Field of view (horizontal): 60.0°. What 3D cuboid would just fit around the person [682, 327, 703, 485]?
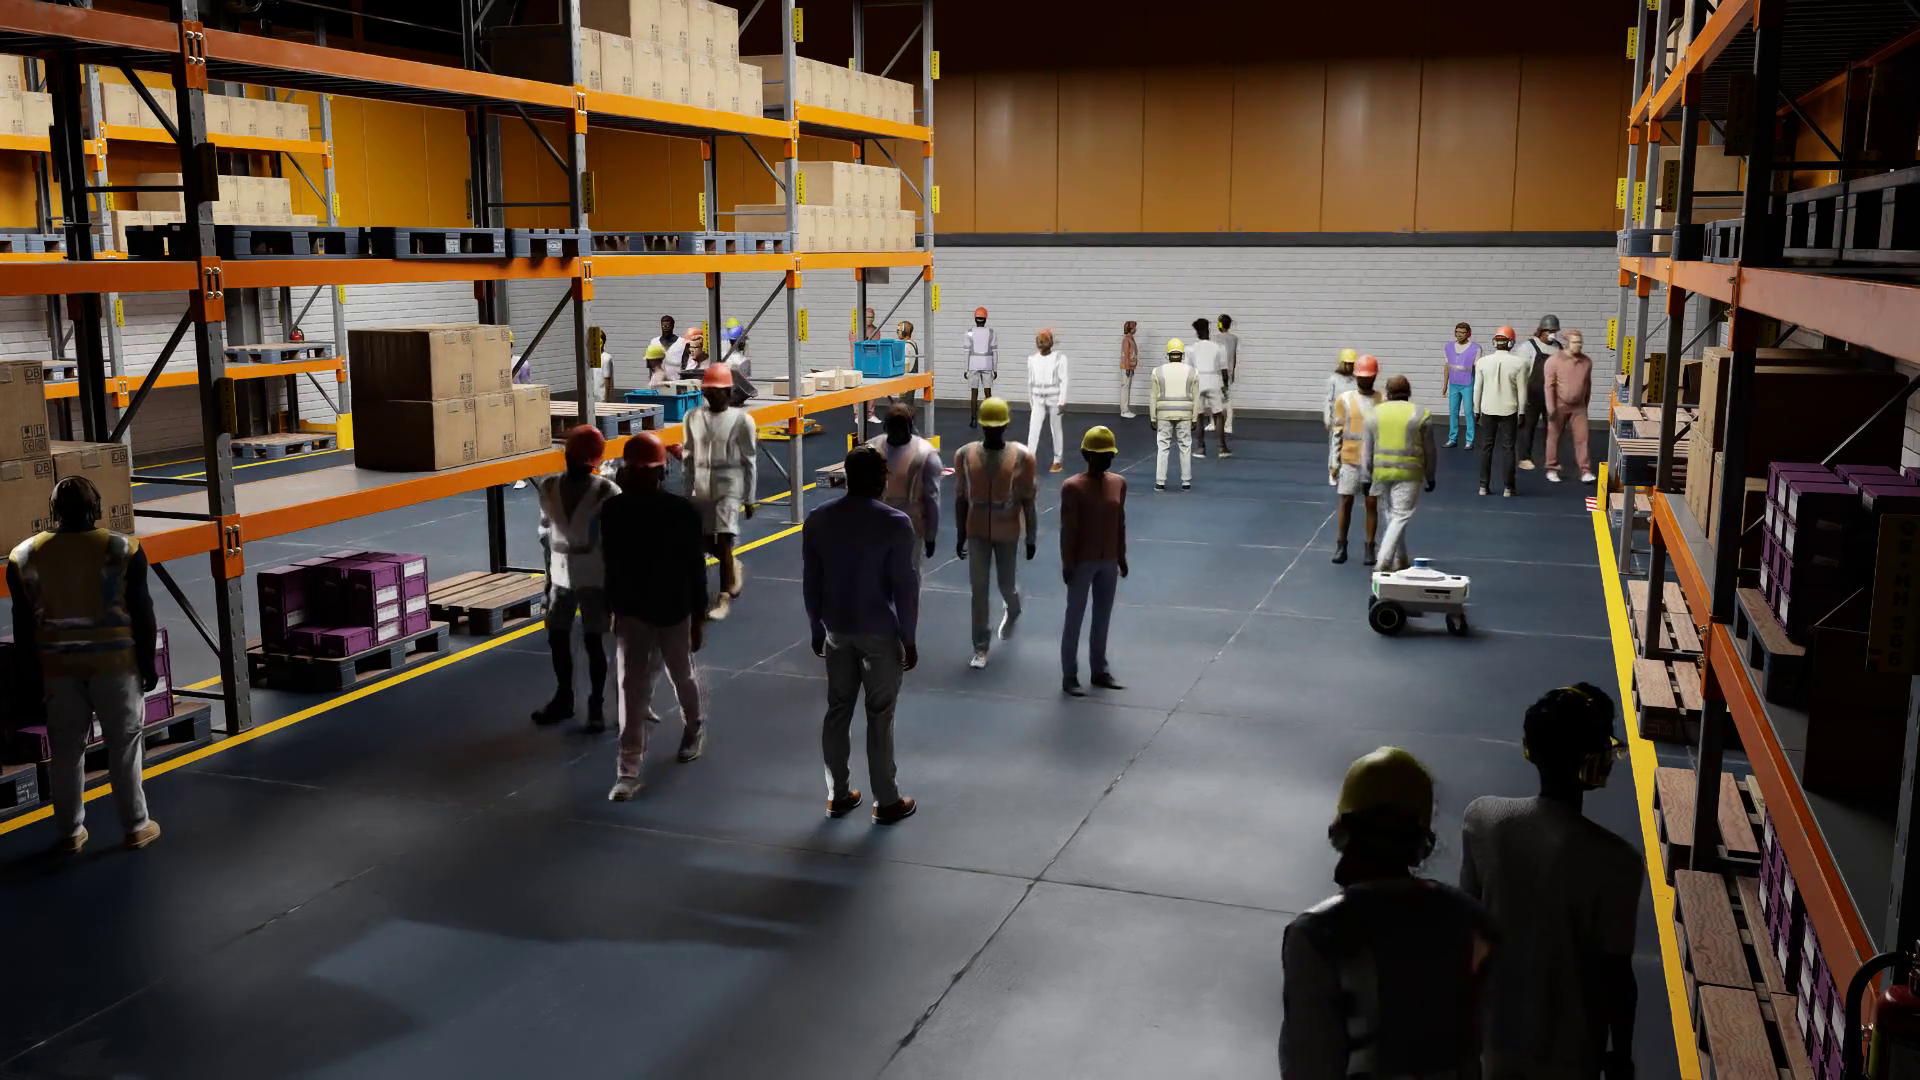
[{"bbox_3d":[-3.165,-1.599,20.116,0.376,1.935,0.550,-8,13,-38],"label":"person"}]

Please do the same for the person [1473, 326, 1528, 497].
[{"bbox_3d":[6.312,-1.500,19.428,0.613,1.984,0.405,6,12,32],"label":"person"}]

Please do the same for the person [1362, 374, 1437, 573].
[{"bbox_3d":[3.863,-0.561,14.708,0.617,1.809,0.898,9,13,40],"label":"person"}]

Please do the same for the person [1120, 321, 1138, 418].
[{"bbox_3d":[2.868,-2.904,28.298,0.312,1.642,0.512,2,10,13],"label":"person"}]

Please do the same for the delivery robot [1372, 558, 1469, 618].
[{"bbox_3d":[3.487,0.379,12.604,0.707,0.478,0.477,2,10,13],"label":"delivery robot"}]

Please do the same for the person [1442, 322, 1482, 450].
[{"bbox_3d":[7.199,-2.199,23.814,0.406,1.832,0.577,-9,13,-40],"label":"person"}]

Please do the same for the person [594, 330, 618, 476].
[{"bbox_3d":[-4.561,-1.751,21.198,0.312,1.860,0.502,-5,11,-28],"label":"person"}]

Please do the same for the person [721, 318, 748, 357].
[{"bbox_3d":[-3.595,-2.648,26.500,0.526,1.772,0.308,-10,14,-44],"label":"person"}]

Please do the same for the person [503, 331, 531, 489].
[{"bbox_3d":[-5.430,-1.570,19.970,0.594,1.929,0.357,3,10,16],"label":"person"}]

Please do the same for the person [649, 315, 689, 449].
[{"bbox_3d":[-4.181,-2.272,23.958,0.592,1.919,0.392,1,10,7],"label":"person"}]

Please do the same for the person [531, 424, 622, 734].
[{"bbox_3d":[-2.273,0.238,9.912,0.622,1.888,0.494,3,10,15],"label":"person"}]

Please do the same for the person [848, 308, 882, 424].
[{"bbox_3d":[-1.512,-2.845,27.239,0.637,1.902,0.406,-10,14,-44],"label":"person"}]

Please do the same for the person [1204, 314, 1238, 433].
[{"bbox_3d":[4.068,-2.606,26.038,0.550,1.847,0.653,-6,12,-31],"label":"person"}]

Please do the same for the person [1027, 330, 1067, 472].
[{"bbox_3d":[1.079,-1.742,21.204,0.588,1.837,0.944,4,11,24],"label":"person"}]

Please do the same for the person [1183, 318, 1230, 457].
[{"bbox_3d":[3.383,-2.102,22.995,0.643,1.932,0.476,1,10,5],"label":"person"}]

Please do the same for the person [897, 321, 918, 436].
[{"bbox_3d":[-0.769,-2.216,23.849,0.337,1.845,0.514,2,10,10],"label":"person"}]

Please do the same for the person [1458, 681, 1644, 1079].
[{"bbox_3d":[1.459,1.268,4.159,0.327,1.871,0.514,-8,13,-36],"label":"person"}]

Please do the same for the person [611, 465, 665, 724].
[{"bbox_3d":[-1.977,0.325,10.145,0.366,1.621,0.522,-10,14,-43],"label":"person"}]

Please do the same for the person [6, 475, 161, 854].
[{"bbox_3d":[-4.191,0.603,8.014,0.625,1.836,0.428,-2,10,-10],"label":"person"}]

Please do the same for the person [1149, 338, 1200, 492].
[{"bbox_3d":[2.546,-1.478,19.772,0.591,1.823,0.405,1,10,4],"label":"person"}]

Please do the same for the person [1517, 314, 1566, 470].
[{"bbox_3d":[7.598,-1.923,21.651,0.701,2.000,0.537,-2,10,-10],"label":"person"}]

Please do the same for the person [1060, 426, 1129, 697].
[{"bbox_3d":[0.887,0.133,10.850,0.533,1.765,0.331,-6,12,-32],"label":"person"}]

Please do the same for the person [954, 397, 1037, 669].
[{"bbox_3d":[0.267,-0.091,11.762,0.588,1.896,0.791,2,10,11],"label":"person"}]

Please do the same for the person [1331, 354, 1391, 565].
[{"bbox_3d":[3.678,-0.728,15.217,0.552,1.933,0.376,3,10,16],"label":"person"}]

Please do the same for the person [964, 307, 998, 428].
[{"bbox_3d":[0.329,-2.767,26.695,0.550,1.935,0.376,-1,10,-3],"label":"person"}]

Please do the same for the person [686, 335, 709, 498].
[{"bbox_3d":[-2.962,-1.408,19.168,0.647,1.901,0.402,9,13,41],"label":"person"}]

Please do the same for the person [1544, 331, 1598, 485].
[{"bbox_3d":[7.465,-1.595,20.267,0.658,1.875,0.885,-1,10,-7],"label":"person"}]

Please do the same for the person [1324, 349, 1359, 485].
[{"bbox_3d":[4.613,-1.450,19.953,0.494,1.699,0.914,1,10,7],"label":"person"}]

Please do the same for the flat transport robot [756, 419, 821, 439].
[{"bbox_3d":[-2.653,-1.706,25.412,0.652,0.197,1.431,2,10,12],"label":"flat transport robot"}]

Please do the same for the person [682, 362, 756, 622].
[{"bbox_3d":[-1.872,-0.412,13.193,0.609,2.025,0.825,3,11,17],"label":"person"}]

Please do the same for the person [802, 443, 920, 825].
[{"bbox_3d":[-0.495,0.475,8.442,0.635,1.934,0.352,5,11,25],"label":"person"}]

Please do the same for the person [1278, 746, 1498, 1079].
[{"bbox_3d":[0.954,1.377,3.784,0.604,1.788,0.632,-4,11,-23],"label":"person"}]

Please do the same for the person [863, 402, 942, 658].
[{"bbox_3d":[-0.438,-0.068,11.782,0.659,1.831,0.434,4,11,21],"label":"person"}]

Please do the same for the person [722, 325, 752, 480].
[{"bbox_3d":[-2.819,-1.682,20.594,0.551,1.934,0.616,-10,14,-43],"label":"person"}]

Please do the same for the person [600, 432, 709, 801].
[{"bbox_3d":[-1.648,0.359,9.096,0.632,1.945,1.030,2,10,10],"label":"person"}]

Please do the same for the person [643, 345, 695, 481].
[{"bbox_3d":[-3.653,-1.538,20.382,0.881,1.718,0.539,-3,10,-14],"label":"person"}]
